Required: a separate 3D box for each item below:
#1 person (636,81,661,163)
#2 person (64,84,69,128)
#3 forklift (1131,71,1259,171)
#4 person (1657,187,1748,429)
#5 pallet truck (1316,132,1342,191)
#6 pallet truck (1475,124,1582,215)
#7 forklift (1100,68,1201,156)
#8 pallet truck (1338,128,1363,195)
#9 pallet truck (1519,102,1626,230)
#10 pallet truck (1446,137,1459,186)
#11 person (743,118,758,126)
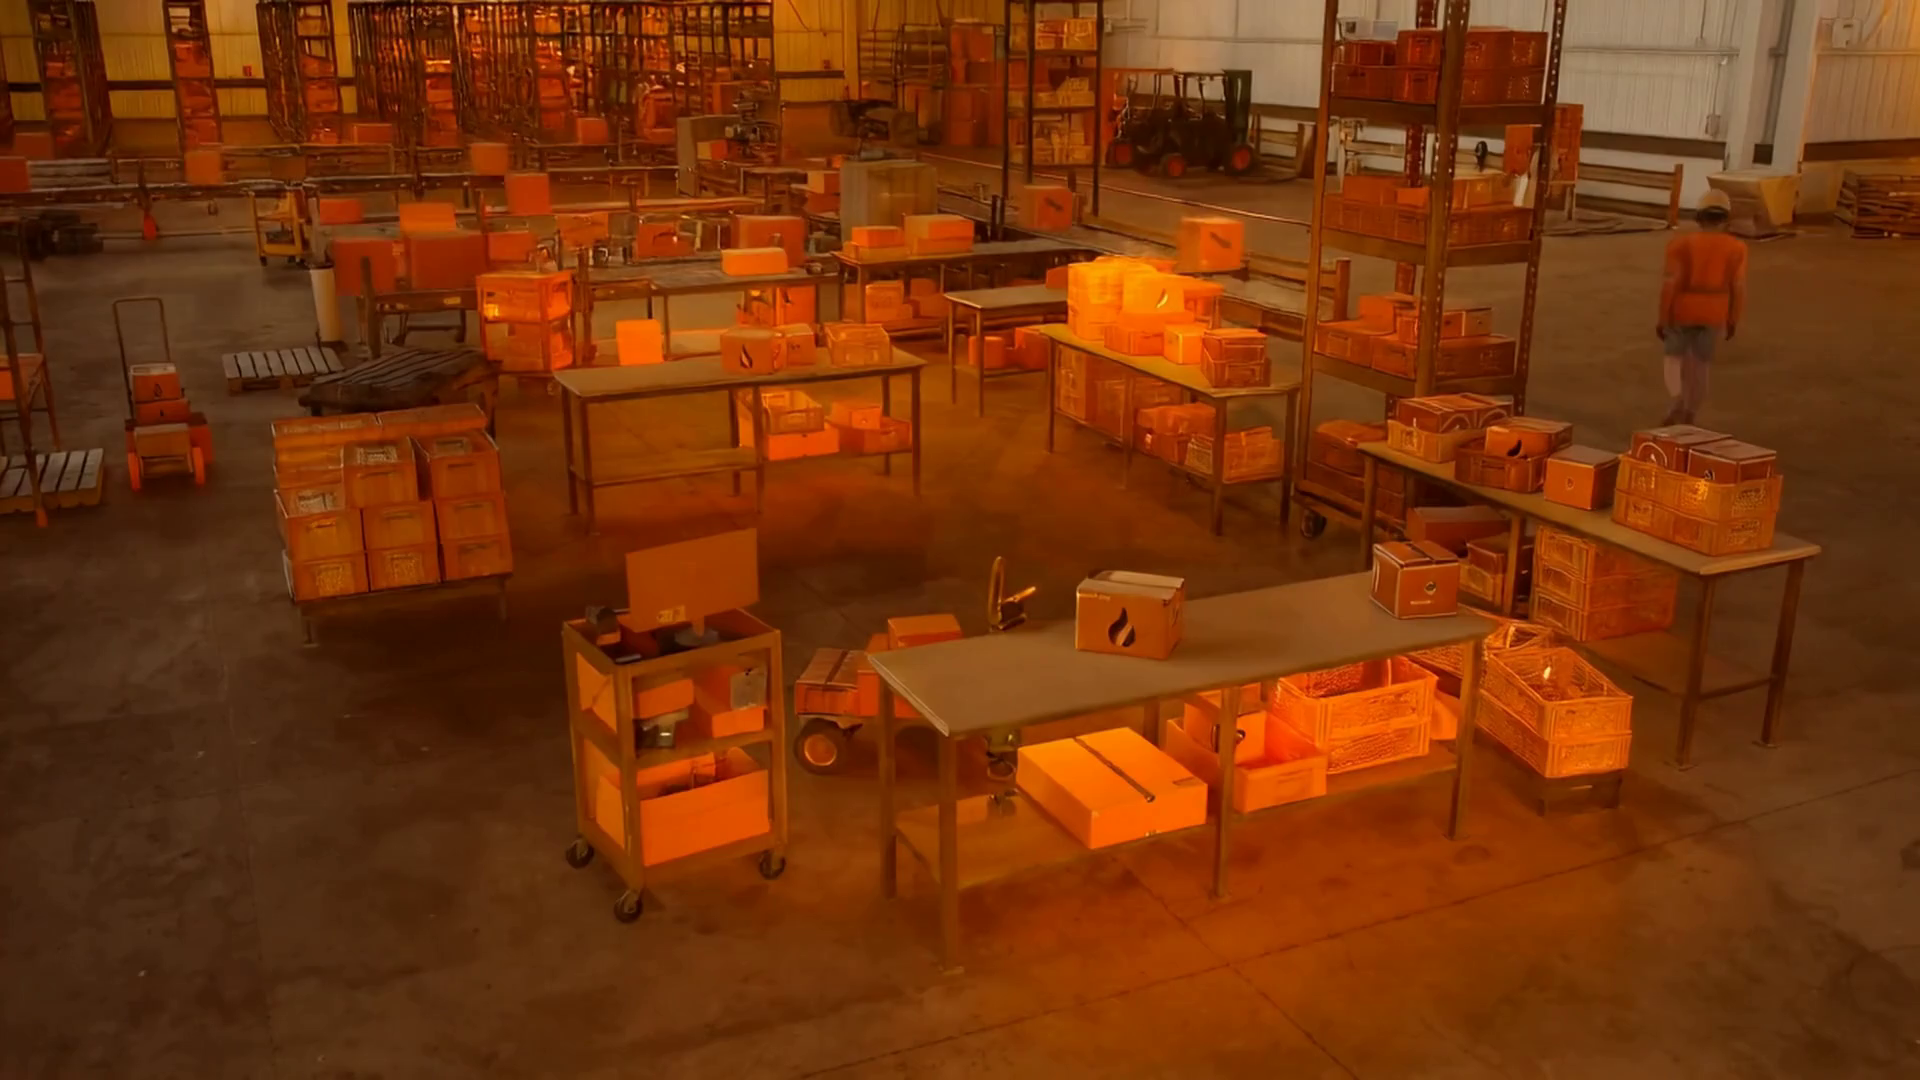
[{"bbox_3d":[-7.032,-9.335,37.374,0.479,1.898,0.690,-12,21,-33],"label":"person"},{"bbox_3d":[-26.130,-13.027,49.126,0.956,1.790,0.591,-8,19,-23],"label":"person"},{"bbox_3d":[4.998,-8.936,35.413,2.680,1.987,1.157,-9,20,-25],"label":"forklift"},{"bbox_3d":[5.962,-1.811,13.427,0.623,2.030,0.500,5,18,15],"label":"person"},{"bbox_3d":[7.723,-7.504,32.656,1.601,1.201,0.680,-8,19,-23],"label":"pallet truck"},{"bbox_3d":[9.707,-6.455,28.103,1.885,1.965,0.823,-7,19,-20],"label":"pallet truck"},{"bbox_3d":[4.082,-9.564,37.410,2.680,1.987,1.157,-8,19,-23],"label":"forklift"},{"bbox_3d":[7.845,-7.140,31.411,1.522,1.261,0.704,-9,20,-25],"label":"pallet truck"},{"bbox_3d":[9.972,-6.037,26.785,1.885,1.965,0.823,-9,20,-25],"label":"pallet truck"},{"bbox_3d":[9.184,-6.485,29.328,1.630,1.274,0.653,-8,19,-23],"label":"pallet truck"},{"bbox_3d":[-4.770,-9.628,38.411,0.723,1.811,0.604,-4,18,-12],"label":"person"}]
